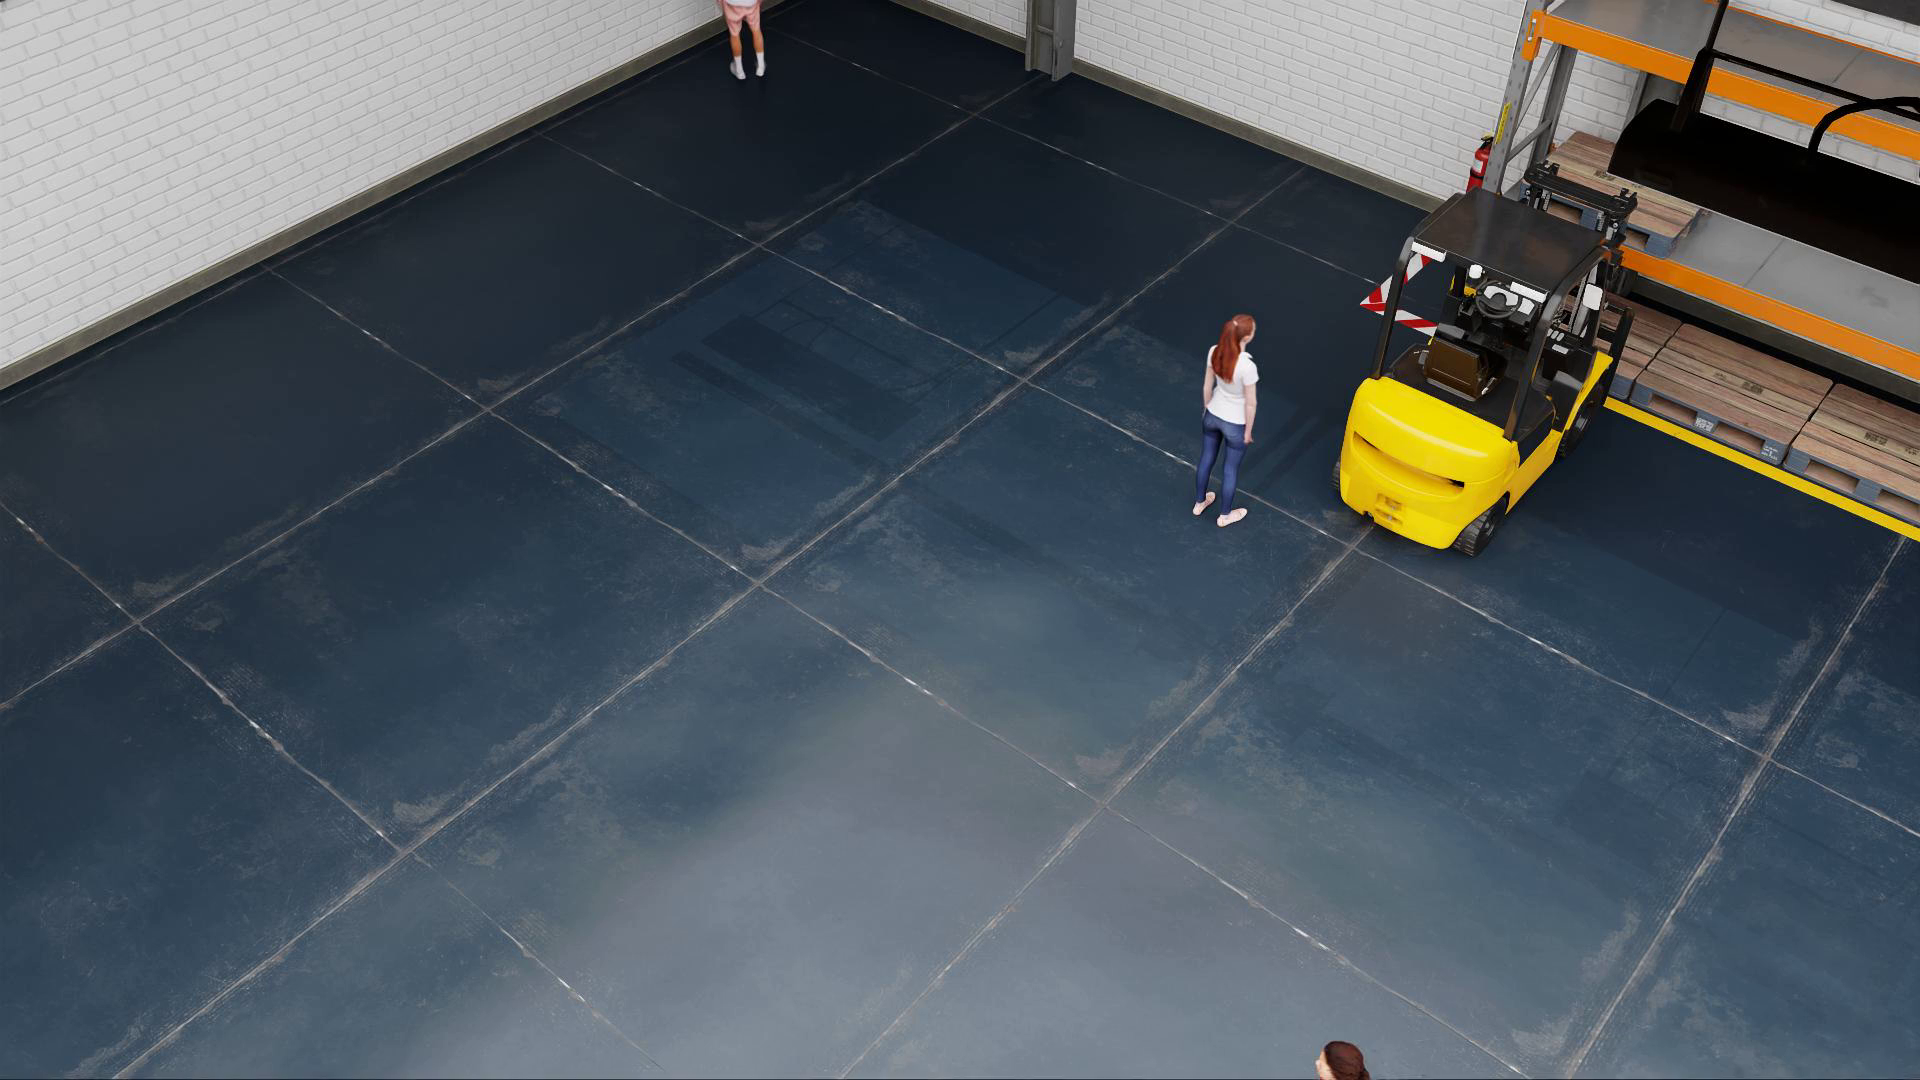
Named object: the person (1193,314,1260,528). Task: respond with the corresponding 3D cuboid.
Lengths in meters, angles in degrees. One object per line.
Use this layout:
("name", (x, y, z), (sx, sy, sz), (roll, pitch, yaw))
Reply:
("person", (1.850, -0.830, 11.589), (0.472, 1.738, 0.627), (34, 53, 30))

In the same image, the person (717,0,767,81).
("person", (-2.164, -5.386, 16.336), (0.746, 1.788, 0.769), (-12, 45, -12))
